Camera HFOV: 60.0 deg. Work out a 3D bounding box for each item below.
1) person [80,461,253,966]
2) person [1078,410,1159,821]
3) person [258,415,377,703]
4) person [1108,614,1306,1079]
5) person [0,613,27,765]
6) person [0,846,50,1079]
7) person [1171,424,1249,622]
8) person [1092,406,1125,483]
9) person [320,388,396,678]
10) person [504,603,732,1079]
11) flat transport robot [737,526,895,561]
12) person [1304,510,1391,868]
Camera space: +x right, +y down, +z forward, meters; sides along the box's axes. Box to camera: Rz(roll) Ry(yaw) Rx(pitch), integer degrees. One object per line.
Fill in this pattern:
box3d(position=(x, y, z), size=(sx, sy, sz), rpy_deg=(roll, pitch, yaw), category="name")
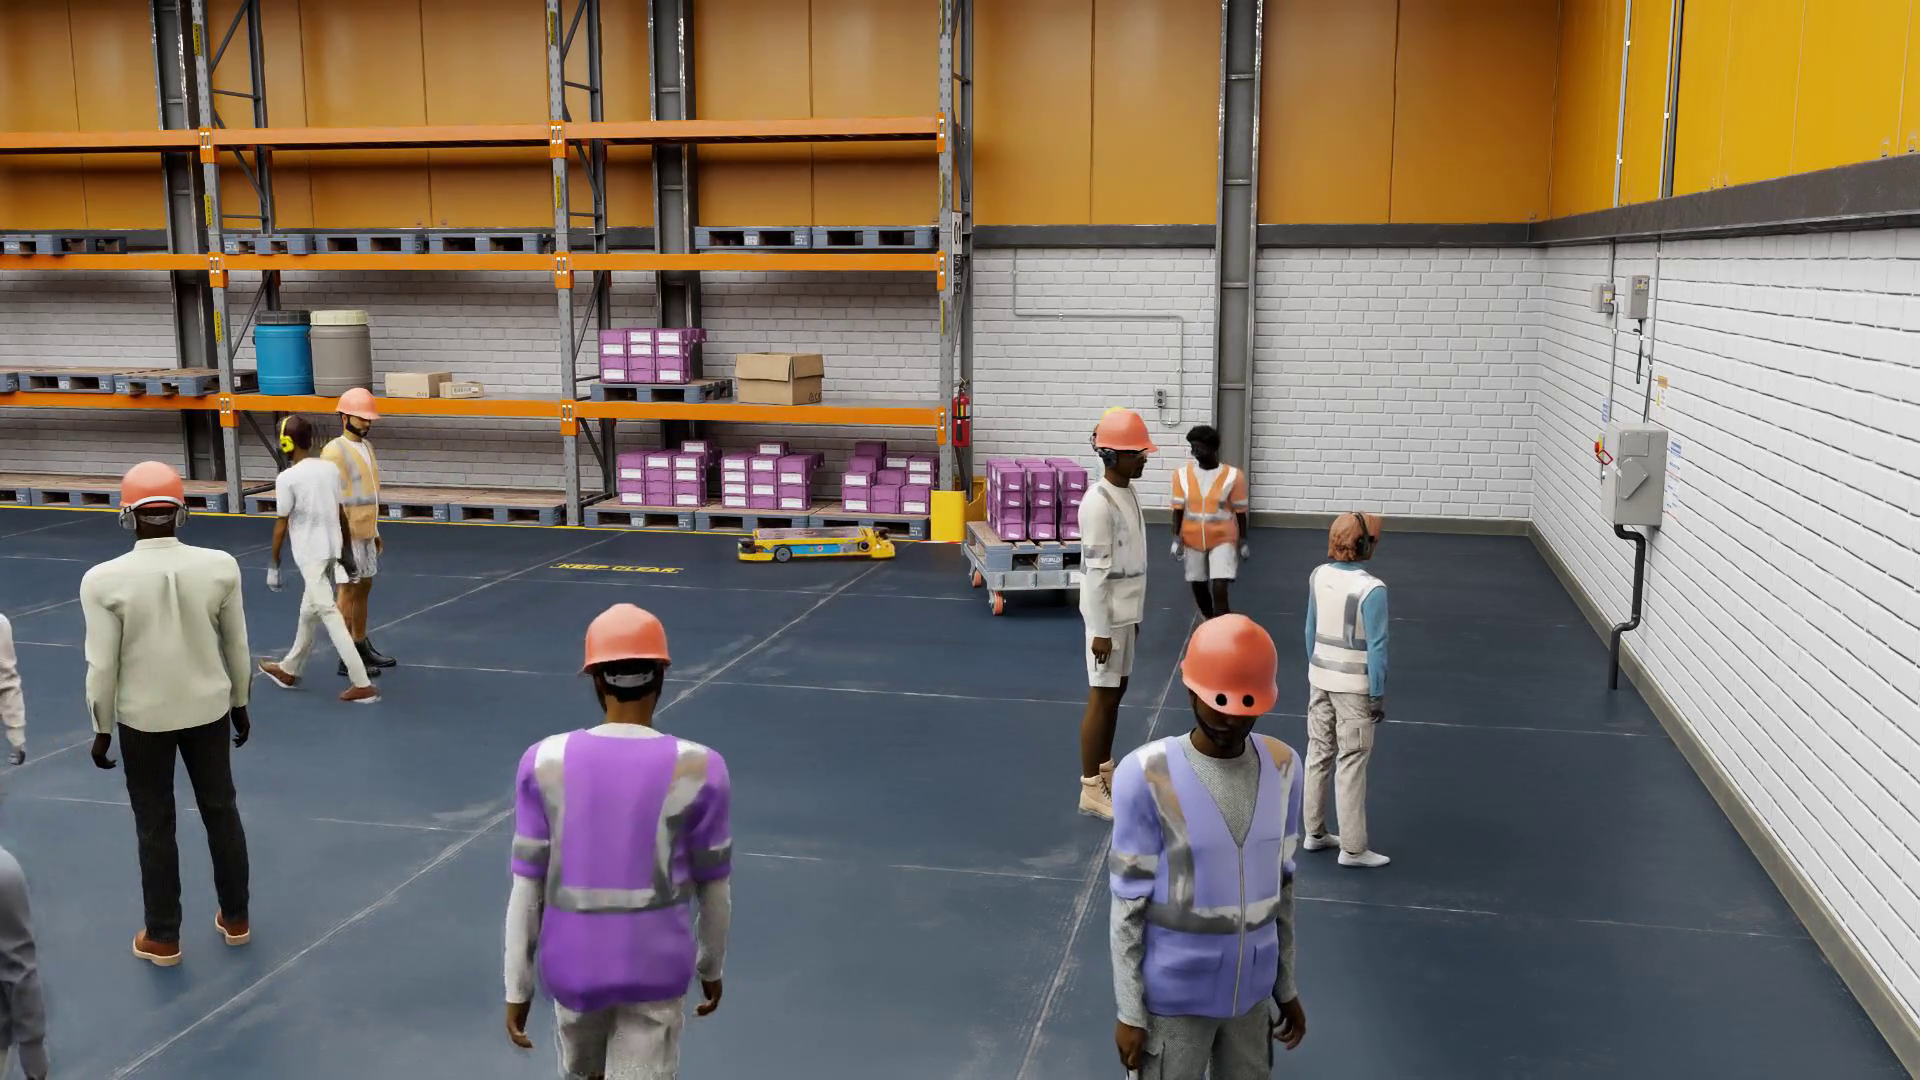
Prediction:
box3d(position=(-3.138, 0.680, 6.614), size=(0.619, 1.992, 0.396), rpy_deg=(-9, 13, -43), category="person")
box3d(position=(0.795, 0.369, 8.314), size=(0.379, 2.041, 0.616), rpy_deg=(3, 10, 19), category="person")
box3d(position=(-4.112, 0.123, 10.475), size=(1.005, 1.803, 0.530), rpy_deg=(4, 10, 20), category="person")
box3d(position=(0.636, 1.125, 4.177), size=(0.542, 1.929, 0.374), rpy_deg=(-4, 10, -23), category="person")
box3d(position=(-4.135, 0.828, 6.823), size=(0.544, 1.623, 0.361), rpy_deg=(-6, 11, -33), category="person")
box3d(position=(-2.574, 1.266, 4.320), size=(0.502, 1.608, 0.804), rpy_deg=(3, 10, 20), category="person")
box3d(position=(1.766, -0.003, 11.653), size=(0.539, 1.655, 0.764), rpy_deg=(4, 10, 24), category="person")
box3d(position=(1.090, -0.089, 11.921), size=(0.302, 1.741, 0.485), rpy_deg=(1, 10, 5), category="person")
box3d(position=(-4.020, -0.052, 11.143), size=(0.375, 1.930, 0.542), rpy_deg=(1, 10, 5), category="person")
box3d(position=(-0.879, 1.108, 4.418), size=(0.566, 1.873, 0.891), rpy_deg=(0, 10, 2), category="person")
box3d(position=(-1.357, 0.026, 15.584), size=(1.431, 0.197, 0.652), rpy_deg=(-2, 10, -9), category="flat transport robot")
box3d(position=(1.773, 0.680, 7.659), size=(0.315, 1.641, 0.514), rpy_deg=(-5, 11, -25), category="person")
